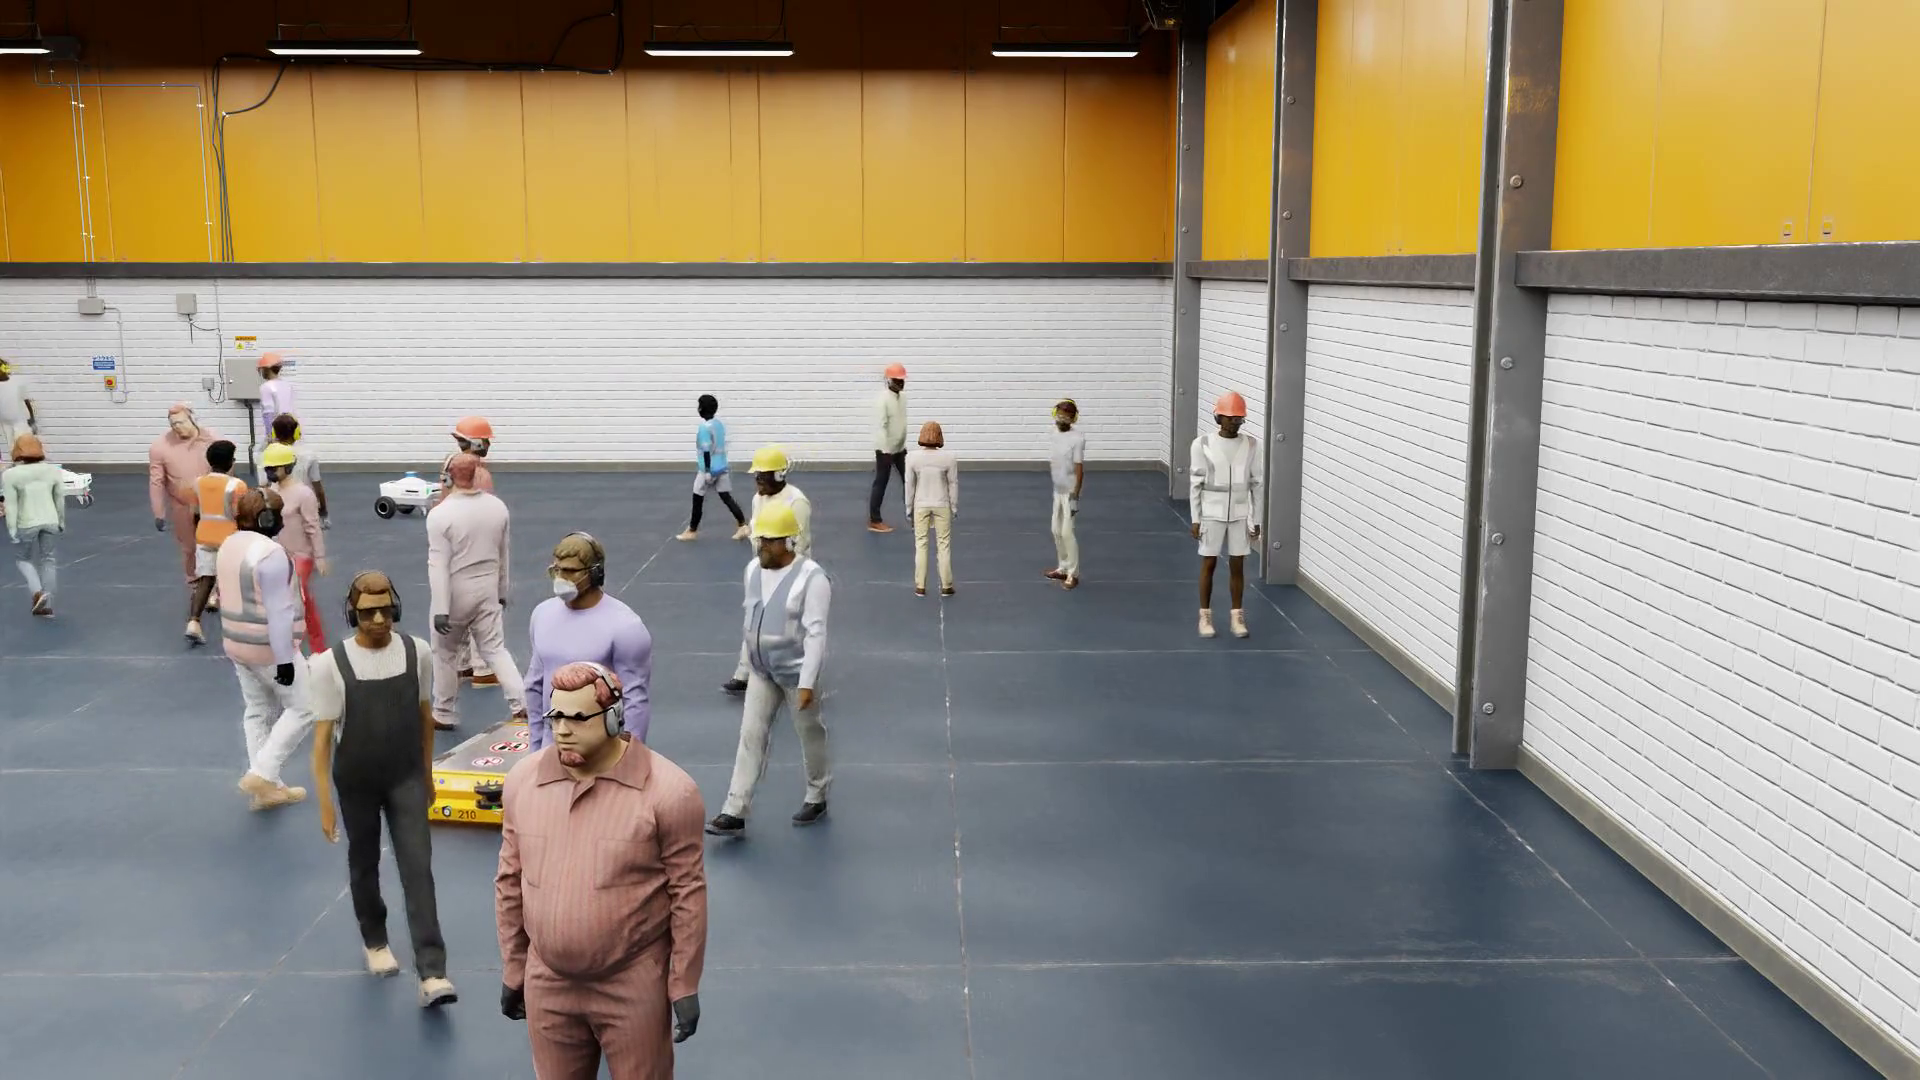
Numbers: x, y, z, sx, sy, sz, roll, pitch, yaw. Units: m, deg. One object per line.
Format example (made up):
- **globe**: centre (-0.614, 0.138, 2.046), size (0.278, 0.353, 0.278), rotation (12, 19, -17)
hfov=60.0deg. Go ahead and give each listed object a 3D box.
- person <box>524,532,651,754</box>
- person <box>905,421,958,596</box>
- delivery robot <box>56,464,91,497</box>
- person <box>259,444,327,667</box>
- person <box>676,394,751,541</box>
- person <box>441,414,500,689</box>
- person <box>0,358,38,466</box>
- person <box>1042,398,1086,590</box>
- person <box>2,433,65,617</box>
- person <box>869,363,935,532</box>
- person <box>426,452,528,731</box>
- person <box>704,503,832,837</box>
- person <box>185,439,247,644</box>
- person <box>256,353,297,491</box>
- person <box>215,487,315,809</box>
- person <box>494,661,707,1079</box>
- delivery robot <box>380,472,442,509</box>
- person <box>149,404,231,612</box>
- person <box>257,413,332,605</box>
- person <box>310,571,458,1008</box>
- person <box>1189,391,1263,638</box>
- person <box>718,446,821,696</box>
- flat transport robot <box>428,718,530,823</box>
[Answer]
- **person**: centre (-1.593, 0.923, 7.080), size (0.632, 1.940, 0.372), rotation (5, 10, 28)
- **person**: centre (-0.262, -0.286, 15.419), size (0.498, 1.634, 0.282), rotation (1, 9, 4)
- **delivery robot**: centre (-11.420, -0.717, 21.080), size (0.707, 0.478, 0.477), rotation (-3, 10, -16)
- **person**: centre (-5.075, 0.155, 12.394), size (0.553, 1.726, 0.837), rotation (5, 11, 30)
- **person**: centre (-2.727, -0.792, 18.482), size (0.874, 1.657, 0.541), rotation (3, 10, 18)
- **person**: centre (-3.520, 0.076, 12.104), size (0.402, 1.990, 0.622), rotation (-9, 13, -44)
- **person**: centre (-12.980, -1.585, 22.781), size (0.533, 1.827, 0.583), rotation (-1, 9, -3)
- **person**: centre (0.986, -0.449, 15.835), size (0.449, 1.829, 0.670), rotation (-5, 11, -30)
- **person**: centre (-8.021, -0.120, 14.441), size (0.383, 1.619, 0.507), rotation (9, 13, 44)
- **person**: centre (-0.672, -1.035, 19.032), size (0.941, 1.953, 0.657), rotation (5, 11, 30)
- **person**: centre (-3.147, 0.358, 10.761), size (0.930, 1.871, 0.653), rotation (6, 11, 34)
- **person**: centre (-0.998, 0.705, 8.832), size (0.611, 1.789, 0.887), rotation (6, 11, 34)
- **person**: centre (-6.037, 0.010, 13.538), size (0.539, 1.659, 0.828), rotation (2, 9, 10)
- **person**: centre (-8.622, -1.356, 20.937), size (1.049, 1.984, 0.632), rotation (3, 10, 17)
- **person**: centre (-3.867, 0.617, 9.284), size (0.662, 1.827, 0.447), rotation (8, 12, 41)
- **person**: centre (-1.078, 1.291, 4.921), size (0.653, 1.906, 0.405), rotation (2, 9, 12)
- **delivery robot**: centre (-6.698, -0.590, 20.297), size (0.707, 0.478, 0.477), rotation (3, 10, 15)
- **person**: centre (-6.774, -0.279, 14.710), size (0.687, 1.848, 0.923), rotation (-4, 10, -24)
- **person**: centre (-5.678, -0.175, 14.192), size (0.501, 1.816, 0.996), rotation (-1, 9, -5)
- **person**: centre (-2.376, 1.029, 6.852), size (0.526, 1.793, 0.960), rotation (-6, 11, -33)
- **person**: centre (2.189, -0.204, 13.686), size (0.607, 2.038, 0.401), rotation (-1, 9, -5)
- **person**: centre (-1.333, 0.238, 11.713), size (0.610, 1.790, 0.843), rotation (9, 13, 44)
- **flat transport robot**: centre (-2.654, 1.323, 9.723), size (0.652, 0.197, 1.431), rotation (2, 9, 11)
